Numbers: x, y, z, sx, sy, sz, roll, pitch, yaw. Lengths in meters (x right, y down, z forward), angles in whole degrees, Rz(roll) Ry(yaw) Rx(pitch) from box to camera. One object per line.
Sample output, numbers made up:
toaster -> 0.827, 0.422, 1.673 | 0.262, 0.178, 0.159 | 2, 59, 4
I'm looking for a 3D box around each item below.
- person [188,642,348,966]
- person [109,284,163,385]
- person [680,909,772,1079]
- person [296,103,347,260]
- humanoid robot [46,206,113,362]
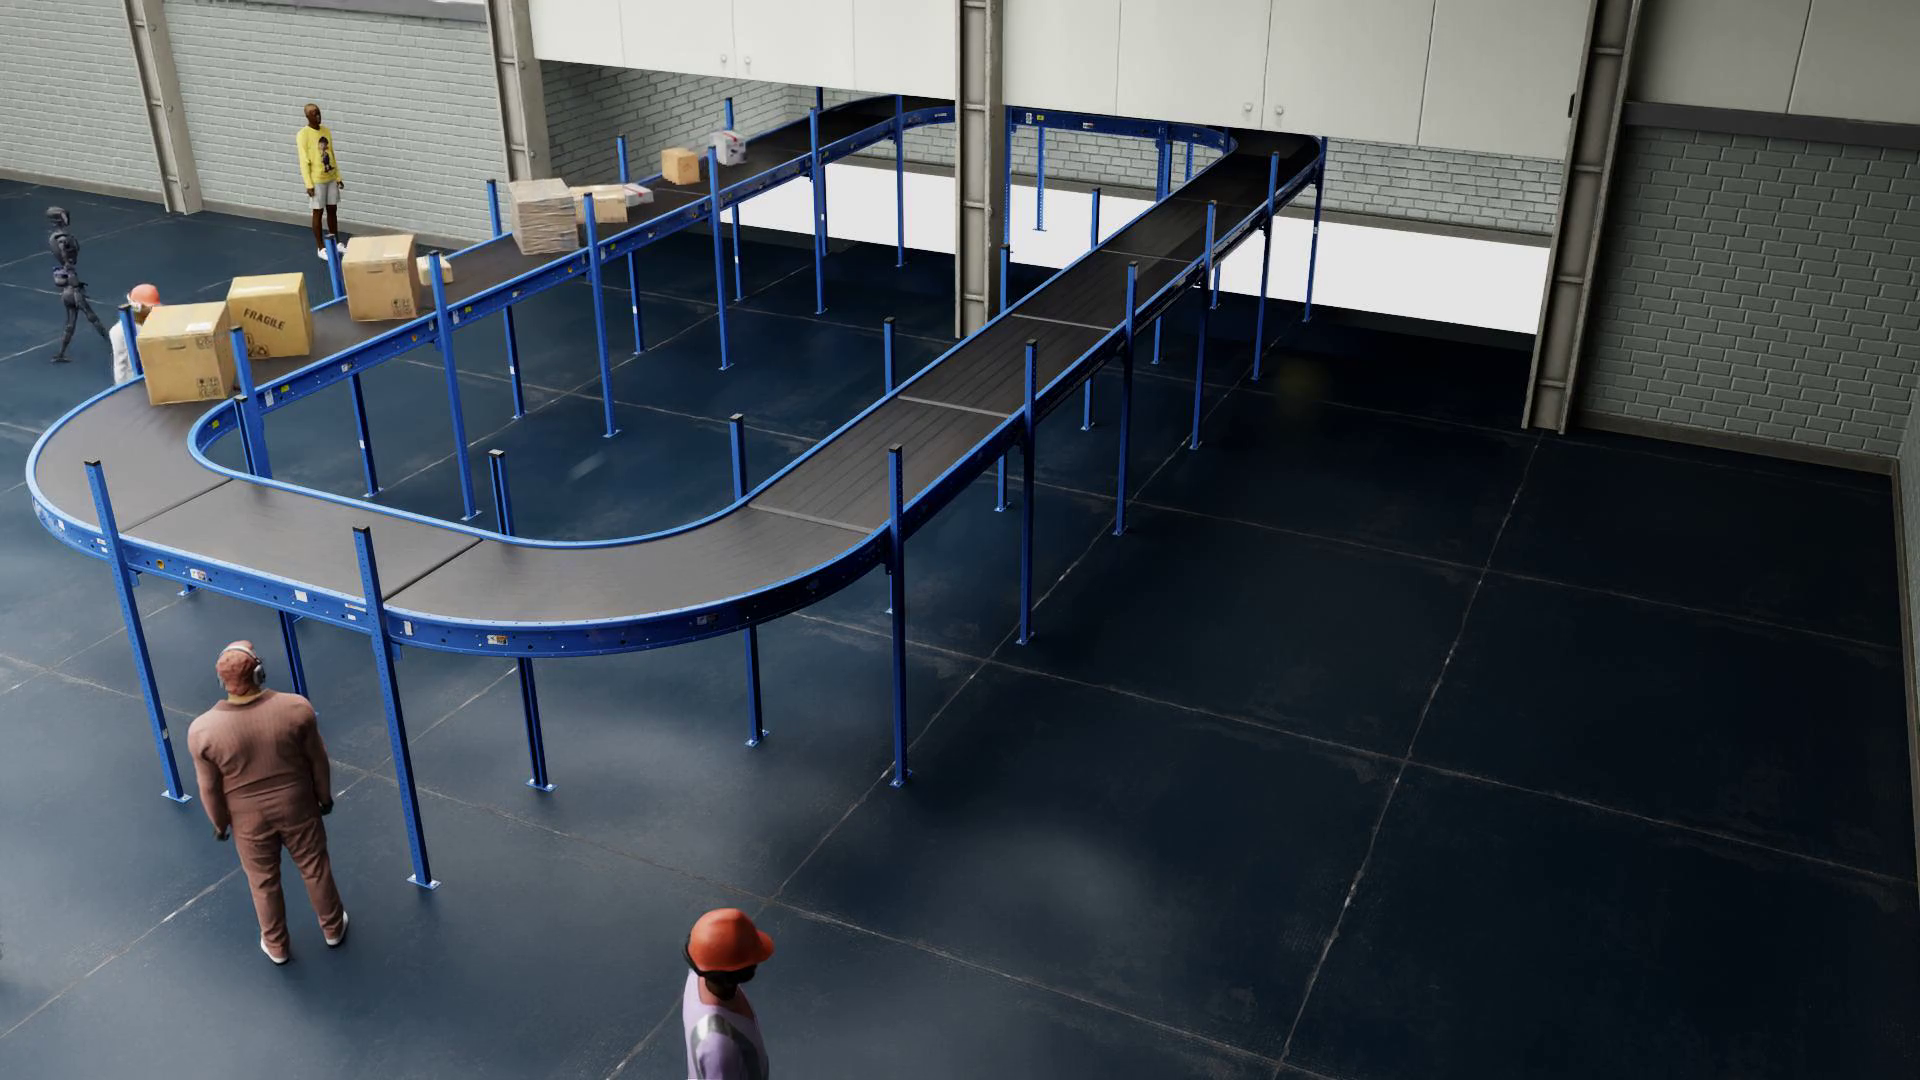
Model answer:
person -> -3.655, 1.398, 8.826 | 0.636, 1.903, 0.407 | -13, 29, -24
person -> -7.208, -1.439, 14.748 | 0.668, 1.701, 0.593 | 18, 32, 32
person -> -0.911, 2.337, 6.774 | 0.376, 2.045, 0.605 | -6, 27, -12
person -> -7.902, -4.447, 20.604 | 0.374, 1.900, 0.542 | 12, 29, 24
humanoid robot -> -9.242, -2.662, 17.317 | 0.775, 1.625, 0.602 | -13, 29, -25
